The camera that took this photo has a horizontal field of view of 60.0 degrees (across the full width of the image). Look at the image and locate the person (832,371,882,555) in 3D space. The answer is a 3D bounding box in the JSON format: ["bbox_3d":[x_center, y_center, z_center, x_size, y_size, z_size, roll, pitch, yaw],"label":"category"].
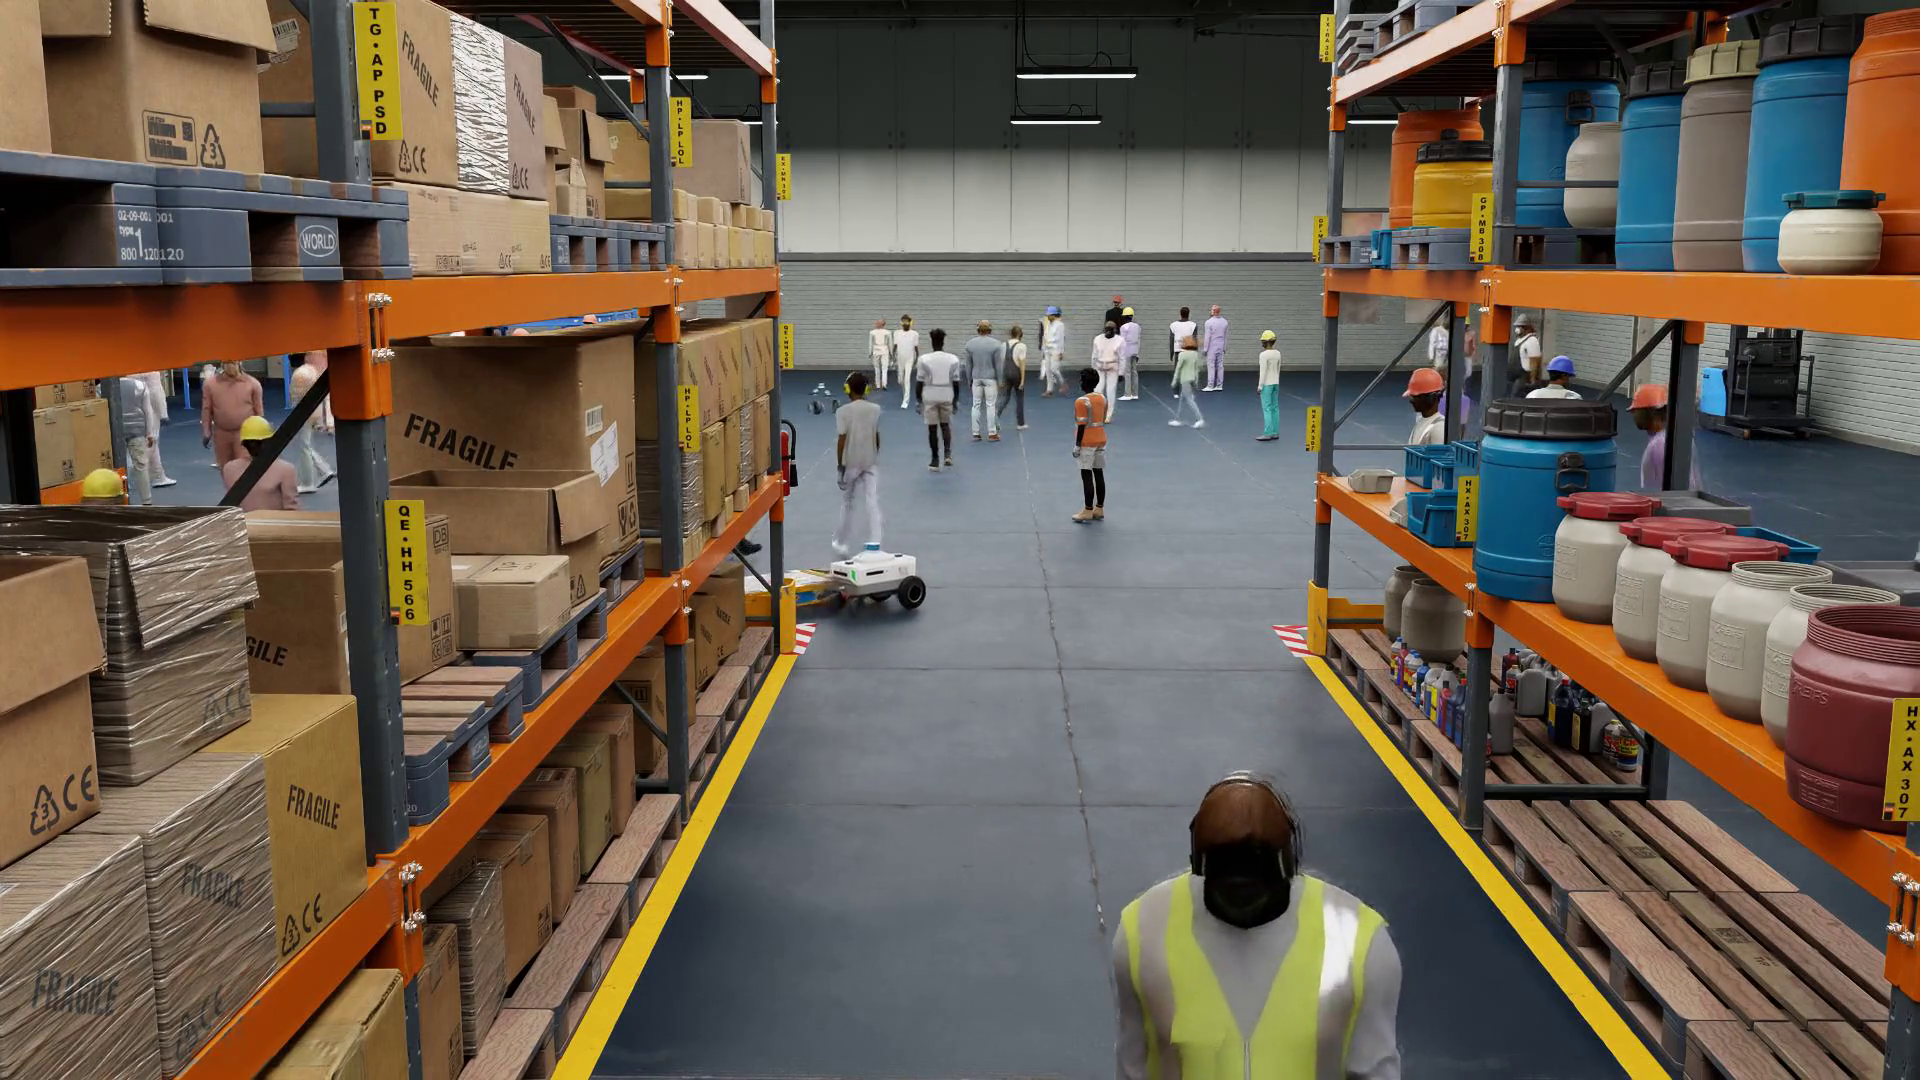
[{"bbox_3d":[-0.976,-0.705,15.964,0.507,1.818,1.010,-4,10,-22],"label":"person"}]

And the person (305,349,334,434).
[{"bbox_3d":[-10.644,-2.743,27.779,0.611,1.952,1.010,-3,10,-20],"label":"person"}]

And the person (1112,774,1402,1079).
[{"bbox_3d":[0.641,1.352,3.672,0.622,1.811,0.902,2,10,11],"label":"person"}]

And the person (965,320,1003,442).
[{"bbox_3d":[0.394,-2.554,26.652,0.630,1.940,0.372,4,10,21],"label":"person"}]

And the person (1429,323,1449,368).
[{"bbox_3d":[10.103,-3.830,34.676,0.629,1.802,0.446,-3,10,-16],"label":"person"}]

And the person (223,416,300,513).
[{"bbox_3d":[-5.030,-0.020,12.001,0.551,1.758,0.355,-1,10,-6],"label":"person"}]

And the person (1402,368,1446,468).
[{"bbox_3d":[3.599,-0.315,12.938,0.378,2.040,0.607,0,9,0],"label":"person"}]

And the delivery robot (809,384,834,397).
[{"bbox_3d":[-2.641,-2.873,31.765,0.335,0.223,0.698,-5,11,-29],"label":"delivery robot"}]

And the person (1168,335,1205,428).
[{"bbox_3d":[3.959,-2.750,28.826,0.824,1.599,0.498,8,12,40],"label":"person"}]

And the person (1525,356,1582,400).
[{"bbox_3d":[5.839,-0.838,16.378,0.414,1.935,0.608,-9,13,-43],"label":"person"}]

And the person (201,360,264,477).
[{"bbox_3d":[-8.238,-1.232,18.894,0.650,1.883,0.749,-2,10,-11],"label":"person"}]

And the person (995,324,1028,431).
[{"bbox_3d":[0.848,-2.753,28.228,0.520,1.821,0.796,7,12,36],"label":"person"}]

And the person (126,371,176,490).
[{"bbox_3d":[-10.349,-1.566,20.953,0.679,1.866,0.820,6,11,31],"label":"person"}]

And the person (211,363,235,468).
[{"bbox_3d":[-10.233,-1.814,23.105,0.514,1.642,0.314,9,13,43],"label":"person"}]

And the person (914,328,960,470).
[{"bbox_3d":[-0.331,-1.944,22.966,0.620,1.951,0.475,-3,10,-19],"label":"person"}]

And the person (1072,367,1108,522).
[{"bbox_3d":[1.434,-1.056,18.396,0.321,1.697,0.529,7,12,37],"label":"person"}]

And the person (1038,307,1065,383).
[{"bbox_3d":[2.206,-4.662,39.722,0.733,1.808,0.441,8,13,41],"label":"person"}]

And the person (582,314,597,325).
[{"bbox_3d":[-6.651,-3.100,29.951,0.543,1.928,0.373,4,10,23],"label":"person"}]

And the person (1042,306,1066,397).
[{"bbox_3d":[1.979,-4.013,35.402,0.467,1.930,0.639,-8,12,-38],"label":"person"}]

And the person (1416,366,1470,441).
[{"bbox_3d":[4.888,-0.878,17.015,0.556,1.795,0.896,1,10,4],"label":"person"}]

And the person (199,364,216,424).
[{"bbox_3d":[-13.383,-3.009,29.608,0.318,1.866,0.515,0,9,2],"label":"person"}]

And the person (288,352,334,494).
[{"bbox_3d":[-8.130,-1.532,20.601,0.414,1.915,0.595,-1,10,-6],"label":"person"}]

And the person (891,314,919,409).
[{"bbox_3d":[-1.070,-3.538,32.862,0.533,1.840,0.785,2,10,12],"label":"person"}]

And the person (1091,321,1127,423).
[{"bbox_3d":[2.609,-2.964,29.470,0.639,1.814,0.617,3,10,18],"label":"person"}]

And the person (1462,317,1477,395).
[{"bbox_3d":[10.590,-3.843,34.969,0.559,1.733,0.575,2,10,10],"label":"person"}]

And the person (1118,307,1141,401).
[{"bbox_3d":[3.489,-3.857,34.489,0.384,1.924,0.593,9,13,43],"label":"person"}]

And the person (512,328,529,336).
[{"bbox_3d":[-6.069,-1.967,23.136,0.361,1.938,0.545,3,10,19],"label":"person"}]

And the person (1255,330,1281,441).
[{"bbox_3d":[4.948,-2.486,26.756,0.328,1.767,0.532,9,13,43],"label":"person"}]

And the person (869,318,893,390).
[{"bbox_3d":[-1.781,-4.181,37.375,0.532,1.612,0.747,0,9,3],"label":"person"}]

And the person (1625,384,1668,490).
[{"bbox_3d":[5.150,-0.148,12.165,1.130,1.965,0.617,5,11,28],"label":"person"}]

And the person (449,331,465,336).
[{"bbox_3d":[-9.358,-3.323,31.429,0.560,1.882,0.969,-4,10,-21],"label":"person"}]

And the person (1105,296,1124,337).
[{"bbox_3d":[4.086,-5.346,43.238,0.608,1.984,0.397,3,10,16],"label":"person"}]

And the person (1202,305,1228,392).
[{"bbox_3d":[5.636,-4.254,36.914,0.649,1.913,0.409,-7,12,-35],"label":"person"}]

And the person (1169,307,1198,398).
[{"bbox_3d":[4.724,-3.963,35.148,0.597,1.916,0.372,3,10,18],"label":"person"}]

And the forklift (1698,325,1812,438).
[{"bbox_3d":[13.248,-3.165,27.620,1.129,2.768,1.873,0,9,1],"label":"forklift"}]

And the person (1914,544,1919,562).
[{"bbox_3d":[8.000,-0.298,13.337,1.052,1.881,0.634,0,9,-3],"label":"person"}]

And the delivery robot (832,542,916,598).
[{"bbox_3d":[-0.712,0.264,13.754,0.707,0.478,0.477,-8,13,-41],"label":"delivery robot"}]

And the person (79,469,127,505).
[{"bbox_3d":[-4.684,0.464,9.219,0.512,1.723,0.592,0,9,-1],"label":"person"}]

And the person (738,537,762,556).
[{"bbox_3d":[-2.269,-0.796,16.255,0.978,1.889,0.564,9,13,42],"label":"person"}]

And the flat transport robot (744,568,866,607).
[{"bbox_3d":[-1.548,0.436,13.850,1.431,0.197,0.652,-8,12,-38],"label":"flat transport robot"}]

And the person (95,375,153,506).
[{"bbox_3d":[-9.513,-1.212,18.959,0.587,1.823,0.403,-5,11,-29],"label":"person"}]

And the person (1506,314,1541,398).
[{"bbox_3d":[9.163,-2.703,27.362,1.003,2.000,0.695,1,10,5],"label":"person"}]
